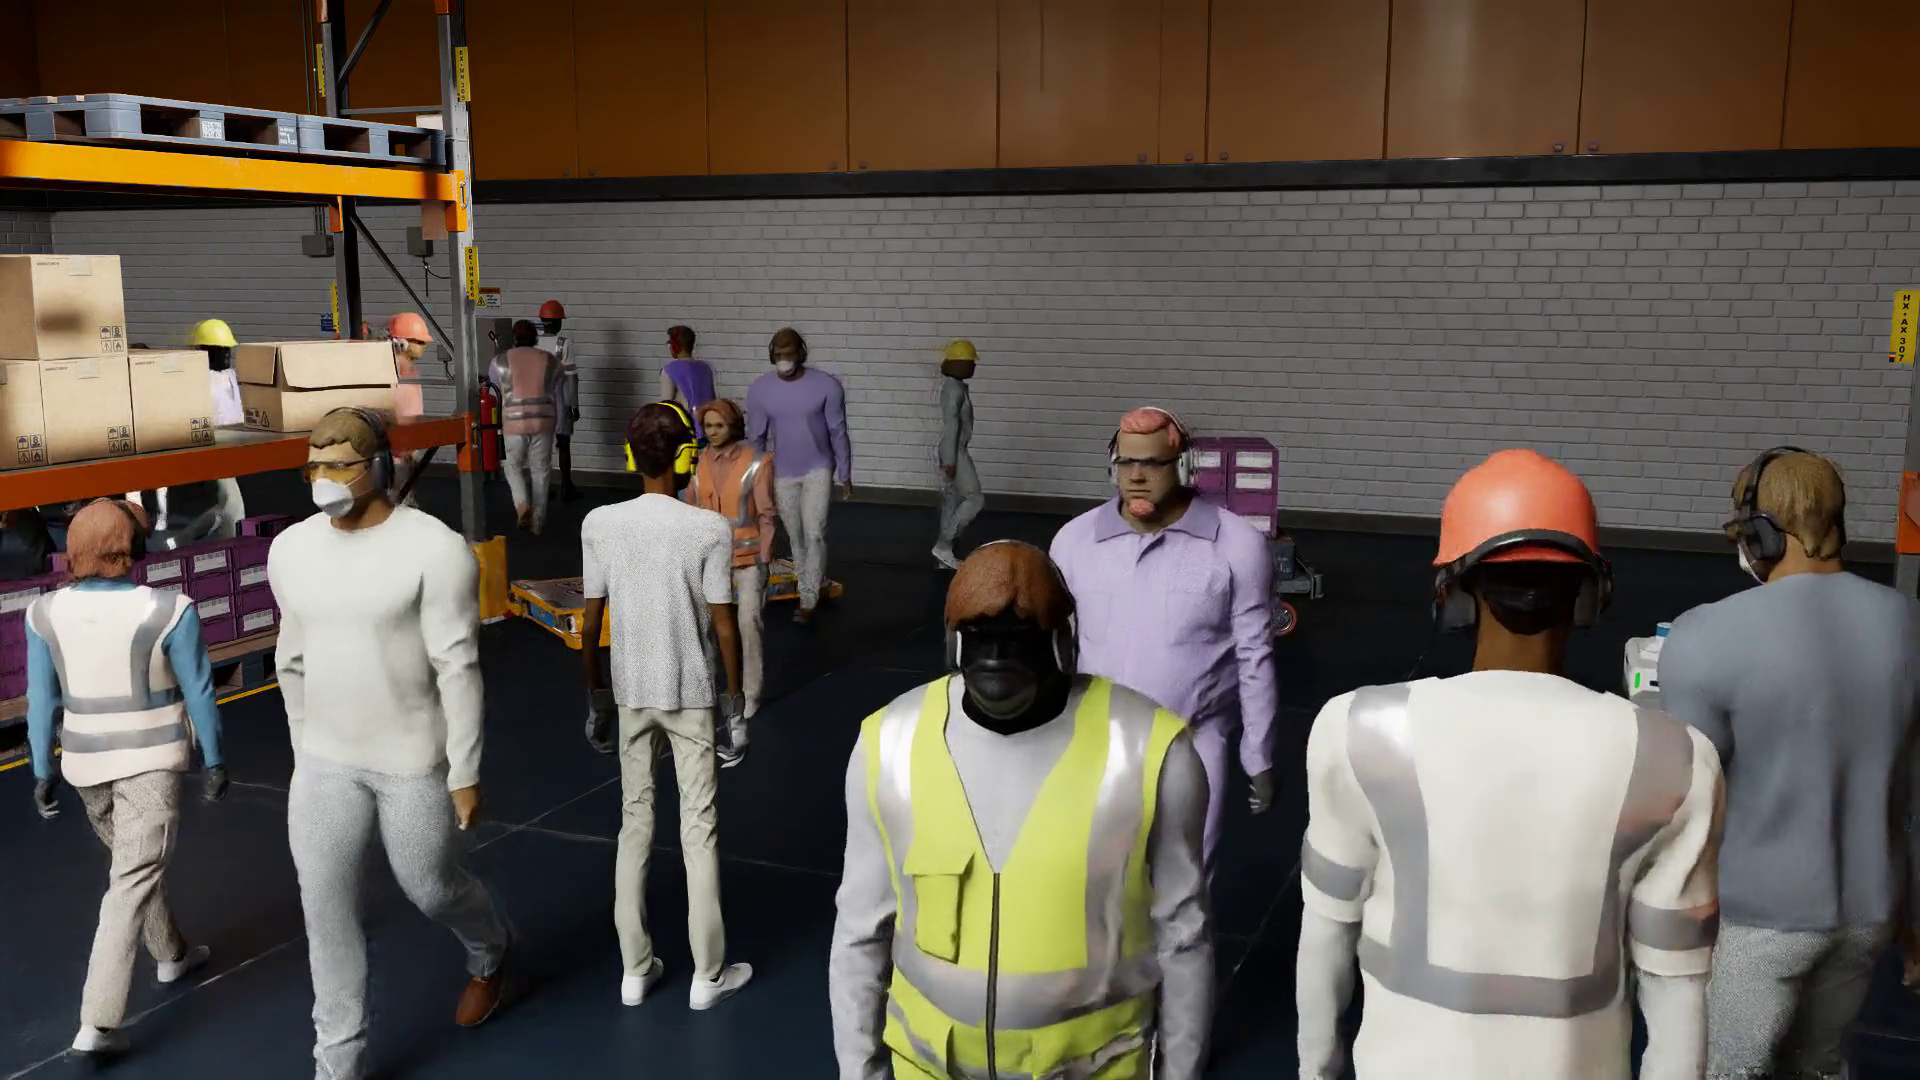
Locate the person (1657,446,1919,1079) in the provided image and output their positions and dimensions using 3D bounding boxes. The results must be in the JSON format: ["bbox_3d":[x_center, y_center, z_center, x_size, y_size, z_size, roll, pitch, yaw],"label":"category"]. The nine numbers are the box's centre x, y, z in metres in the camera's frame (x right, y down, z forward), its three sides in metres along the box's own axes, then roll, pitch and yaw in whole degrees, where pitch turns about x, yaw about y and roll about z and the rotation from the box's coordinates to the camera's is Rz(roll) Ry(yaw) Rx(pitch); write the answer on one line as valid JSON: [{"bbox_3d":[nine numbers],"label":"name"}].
[{"bbox_3d":[1.739,0.778,3.353,0.664,1.908,0.692,-2,10,-12],"label":"person"}]

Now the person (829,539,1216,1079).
[{"bbox_3d":[0.093,0.901,2.822,0.656,1.829,0.451,3,10,16],"label":"person"}]

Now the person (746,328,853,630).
[{"bbox_3d":[-1.038,-0.381,10.469,0.645,1.877,0.937,2,10,12],"label":"person"}]

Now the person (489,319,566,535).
[{"bbox_3d":[-3.621,-0.937,13.959,0.647,1.826,0.461,-4,10,-21],"label":"person"}]

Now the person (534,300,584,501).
[{"bbox_3d":[-3.921,-1.341,16.079,0.548,1.938,0.358,3,10,15],"label":"person"}]

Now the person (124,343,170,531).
[{"bbox_3d":[-6.913,-0.852,14.075,0.539,1.612,0.627,-1,9,-8],"label":"person"}]

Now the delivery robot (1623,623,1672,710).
[{"bbox_3d":[3.379,0.640,7.969,0.477,0.478,0.707,3,10,19],"label":"delivery robot"}]

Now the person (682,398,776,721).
[{"bbox_3d":[-1.147,0.121,8.181,0.529,1.619,0.566,2,10,12],"label":"person"}]

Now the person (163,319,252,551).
[{"bbox_3d":[-5.315,-0.616,11.803,0.769,1.902,0.599,0,9,1],"label":"person"}]

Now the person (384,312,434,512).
[{"bbox_3d":[-4.039,-0.615,11.650,0.872,1.960,0.641,0,9,-3],"label":"person"}]

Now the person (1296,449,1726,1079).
[{"bbox_3d":[0.815,0.870,2.534,0.597,2.003,0.940,1,9,8],"label":"person"}]

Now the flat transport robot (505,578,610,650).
[{"bbox_3d":[-2.321,0.425,10.416,0.652,0.197,1.431,-6,11,-31],"label":"flat transport robot"}]

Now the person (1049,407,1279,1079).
[{"bbox_3d":[0.484,0.590,4.522,0.686,1.885,0.700,4,10,24],"label":"person"}]

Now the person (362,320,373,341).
[{"bbox_3d":[-4.875,-0.868,13.518,0.584,1.849,0.942,3,10,16],"label":"person"}]

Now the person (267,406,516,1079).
[{"bbox_3d":[-1.565,0.574,4.584,0.637,1.909,0.916,2,10,12],"label":"person"}]

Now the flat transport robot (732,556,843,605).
[{"bbox_3d":[-1.572,0.300,11.173,1.431,0.197,0.652,-5,11,-30],"label":"flat transport robot"}]

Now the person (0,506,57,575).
[{"bbox_3d":[-5.637,-0.268,9.996,0.506,1.795,0.927,7,11,35],"label":"person"}]

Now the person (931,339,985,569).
[{"bbox_3d":[-0.004,-0.622,12.362,0.383,1.730,0.488,-1,9,-5],"label":"person"}]

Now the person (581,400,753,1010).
[{"bbox_3d":[-0.899,0.508,5.095,0.535,1.864,0.309,2,10,12],"label":"person"}]

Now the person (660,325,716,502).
[{"bbox_3d":[-2.128,-0.823,13.362,0.943,1.805,0.562,4,10,24],"label":"person"}]

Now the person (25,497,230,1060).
[{"bbox_3d":[-2.467,0.673,4.909,0.525,1.598,0.877,1,9,4],"label":"person"}]
